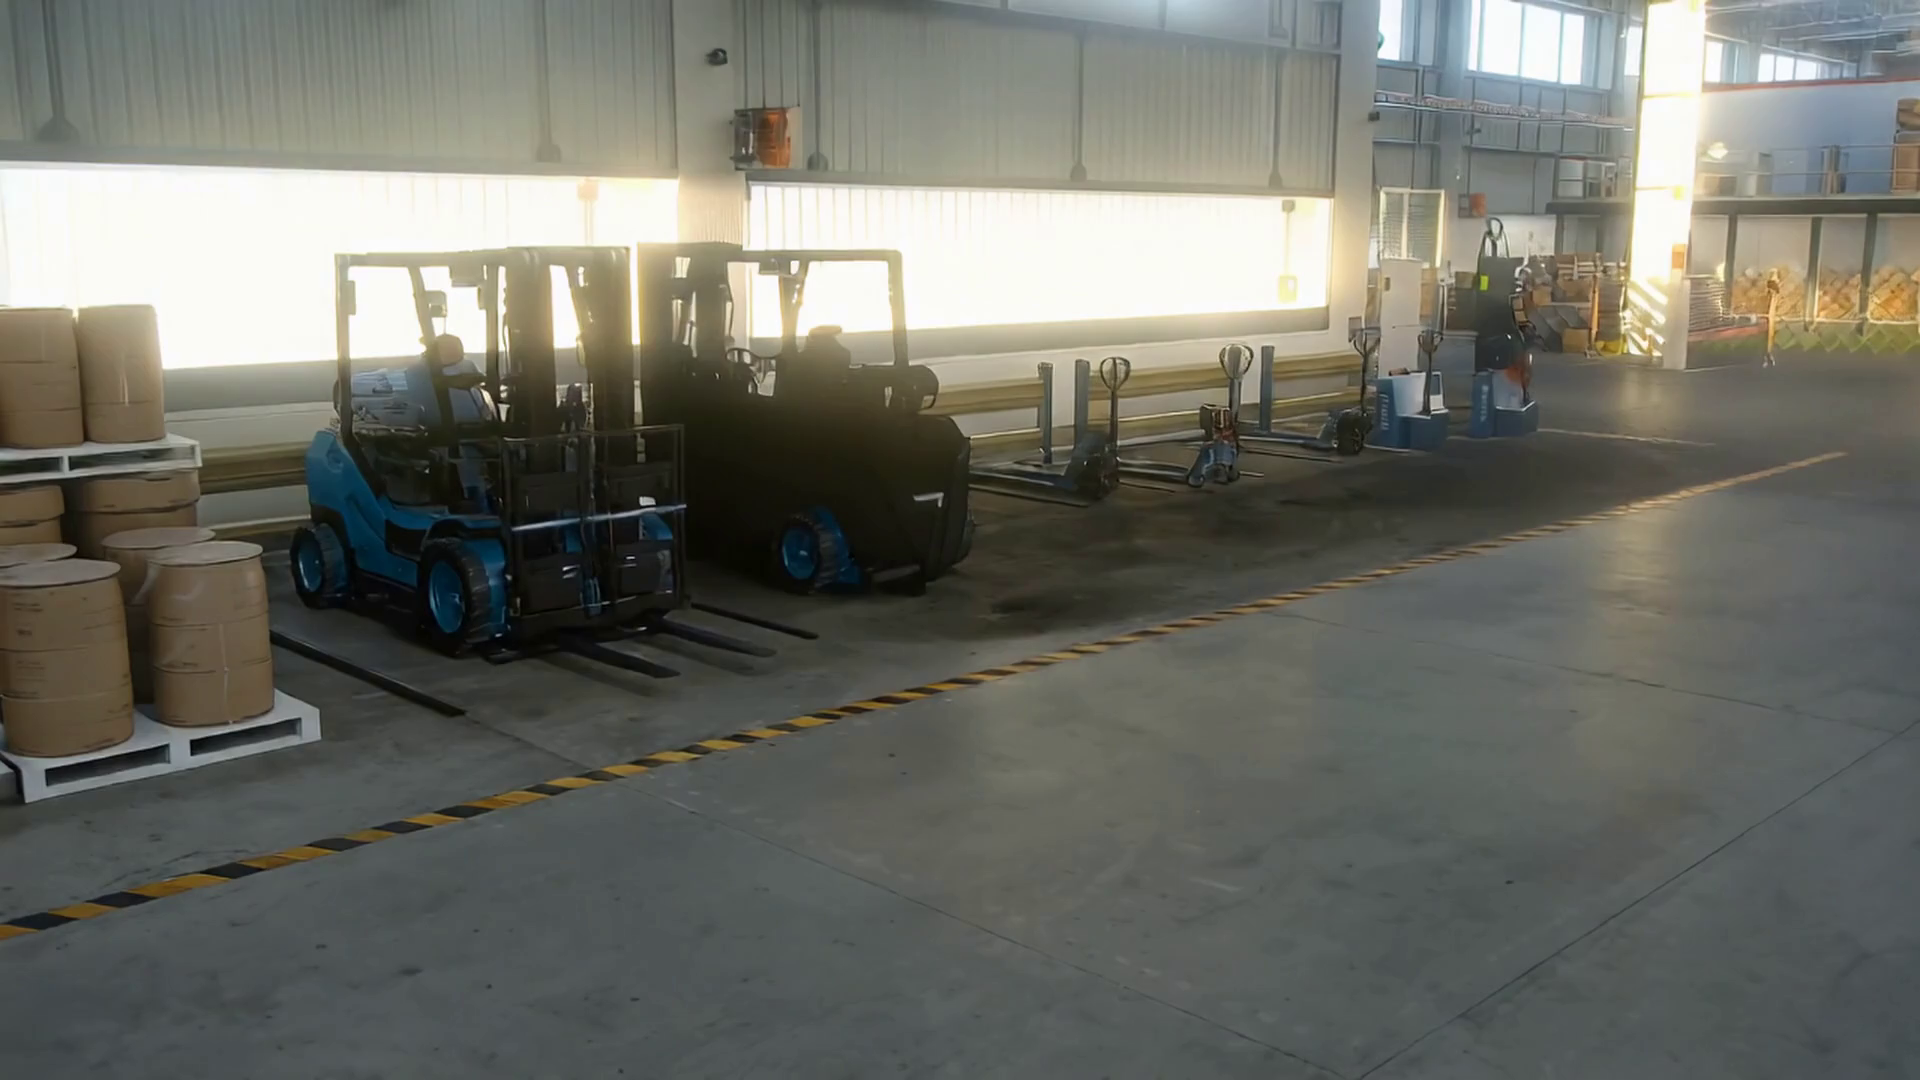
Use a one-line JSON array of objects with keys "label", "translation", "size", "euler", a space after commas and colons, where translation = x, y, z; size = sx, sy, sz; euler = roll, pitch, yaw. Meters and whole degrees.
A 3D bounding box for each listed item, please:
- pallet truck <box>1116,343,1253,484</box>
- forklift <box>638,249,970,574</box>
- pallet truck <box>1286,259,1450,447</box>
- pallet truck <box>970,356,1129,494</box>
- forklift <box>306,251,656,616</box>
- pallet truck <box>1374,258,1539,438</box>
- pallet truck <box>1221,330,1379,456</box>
[{"label": "pallet truck", "translation": [1.962, -1.215, 15.415], "size": [1.522, 1.261, 0.704], "euler": [10, 14, 43]}, {"label": "forklift", "translation": [-1.173, -0.958, 11.239], "size": [2.680, 1.987, 1.157], "euler": [10, 14, 43]}, {"label": "pallet truck", "translation": [4.493, -2.078, 18.196], "size": [0.823, 1.965, 1.885], "euler": [-9, 14, -40]}, {"label": "pallet truck", "translation": [0.784, -1.085, 14.876], "size": [0.680, 1.201, 1.601], "euler": [-10, 14, -44]}, {"label": "forklift", "translation": [-2.833, -0.669, 9.694], "size": [1.157, 1.987, 2.680], "euler": [-10, 14, -44]}, {"label": "pallet truck", "translation": [5.704, -2.208, 18.901], "size": [1.885, 1.965, 0.823], "euler": [10, 14, 43]}, {"label": "pallet truck", "translation": [3.563, -1.581, 17.381], "size": [0.653, 1.274, 1.630], "euler": [-10, 14, -44]}]
